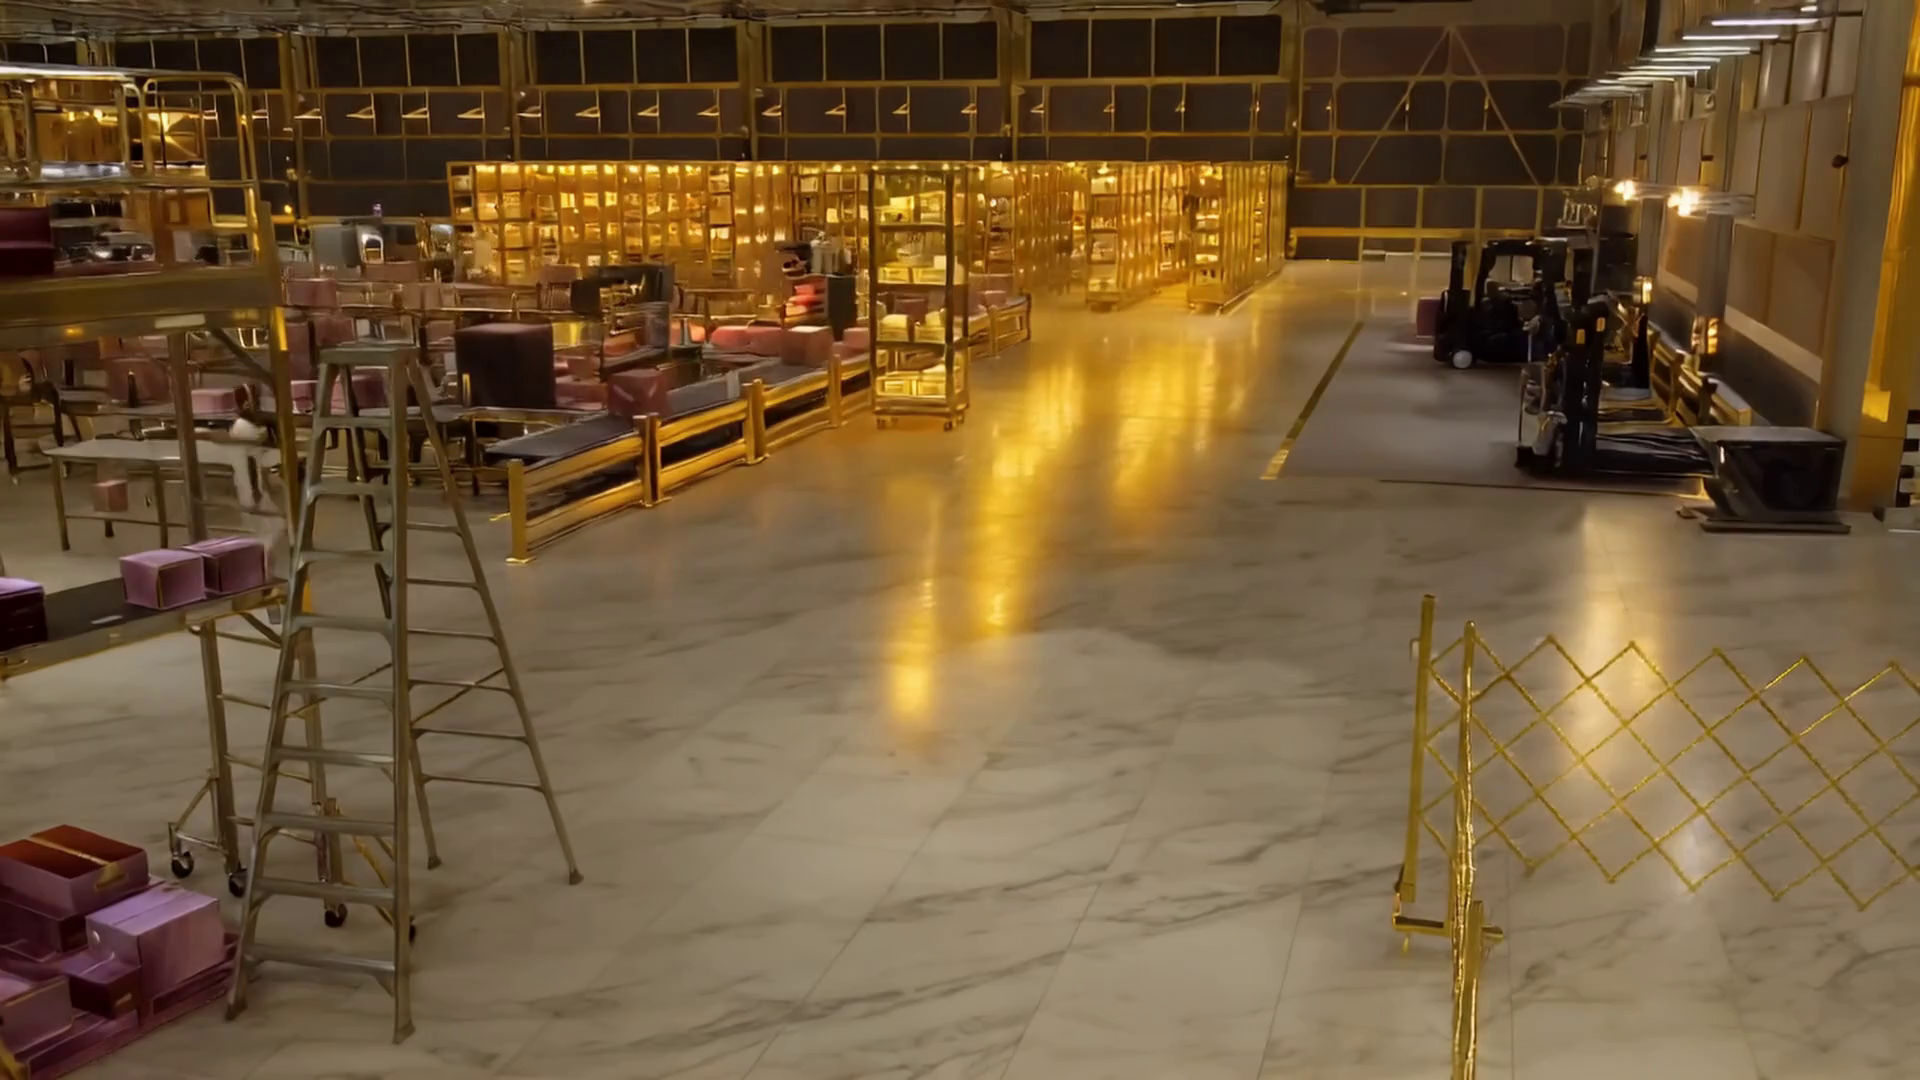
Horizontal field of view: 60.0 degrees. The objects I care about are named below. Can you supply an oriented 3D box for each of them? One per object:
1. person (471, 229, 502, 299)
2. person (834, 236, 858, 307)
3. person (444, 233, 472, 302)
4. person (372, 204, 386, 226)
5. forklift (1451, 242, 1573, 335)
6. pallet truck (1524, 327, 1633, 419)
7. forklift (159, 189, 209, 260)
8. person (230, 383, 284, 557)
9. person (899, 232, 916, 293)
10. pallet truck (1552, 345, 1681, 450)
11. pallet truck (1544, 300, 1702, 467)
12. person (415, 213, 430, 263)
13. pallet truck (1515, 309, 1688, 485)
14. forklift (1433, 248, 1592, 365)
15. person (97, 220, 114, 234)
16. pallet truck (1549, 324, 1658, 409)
[{"bbox_3d":[-12.556,-7.284,43.989,1.026,1.845,0.653,4,14,18],"label":"person"},{"bbox_3d":[-2.837,-6.721,41.697,0.918,1.777,0.599,7,15,27],"label":"person"},{"bbox_3d":[-13.128,-7.065,43.136,0.754,1.814,0.574,3,13,11],"label":"person"},{"bbox_3d":[-22.241,-11.906,63.755,0.543,1.939,0.361,-9,16,-34],"label":"person"},{"bbox_3d":[10.464,-4.597,31.405,2.680,1.987,1.157,4,14,16],"label":"forklift"},{"bbox_3d":[9.065,-2.460,24.370,1.522,1.261,0.704,3,13,14],"label":"pallet truck"},{"bbox_3d":[-27.026,-10.897,57.341,1.129,2.768,1.873,4,14,16],"label":"forklift"},{"bbox_3d":[-6.098,-0.420,14.332,0.445,1.853,0.537,-8,15,-30],"label":"person"},{"bbox_3d":[-1.353,-6.356,39.691,0.675,1.974,0.643,6,14,24],"label":"person"},{"bbox_3d":[8.641,-1.896,21.908,1.630,1.274,0.653,4,14,16],"label":"pallet truck"},{"bbox_3d":[8.263,-1.952,20.631,1.885,1.965,0.823,5,14,20],"label":"pallet truck"},{"bbox_3d":[-19.129,-10.748,59.207,0.485,1.735,0.347,-8,15,-30],"label":"person"},{"bbox_3d":[7.554,-1.677,19.446,1.885,1.965,0.823,3,13,14],"label":"pallet truck"},{"bbox_3d":[9.780,-4.111,29.280,2.680,1.987,1.157,3,13,14],"label":"forklift"},{"bbox_3d":[-25.140,-8.477,49.027,0.623,1.911,0.949,2,13,9],"label":"person"},{"bbox_3d":[9.824,-2.669,25.407,1.601,1.201,0.680,4,14,16],"label":"pallet truck"}]
